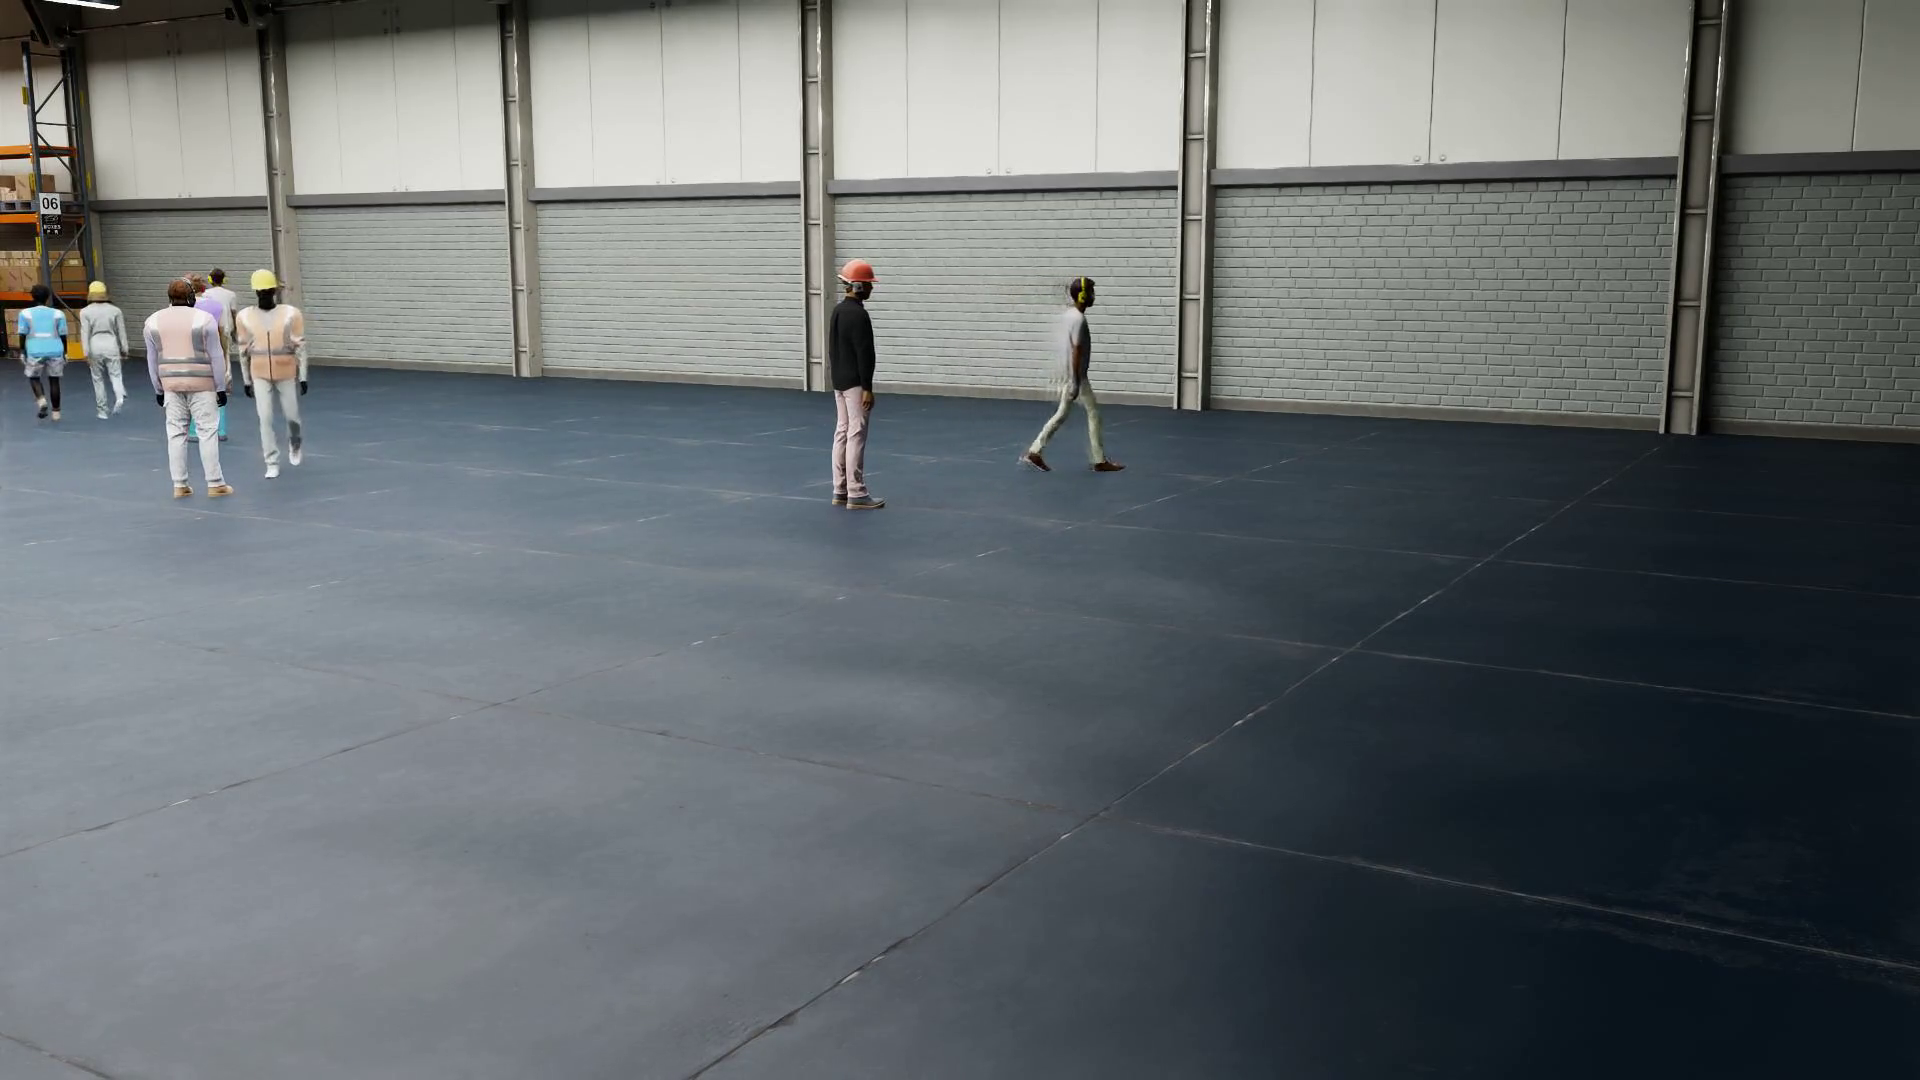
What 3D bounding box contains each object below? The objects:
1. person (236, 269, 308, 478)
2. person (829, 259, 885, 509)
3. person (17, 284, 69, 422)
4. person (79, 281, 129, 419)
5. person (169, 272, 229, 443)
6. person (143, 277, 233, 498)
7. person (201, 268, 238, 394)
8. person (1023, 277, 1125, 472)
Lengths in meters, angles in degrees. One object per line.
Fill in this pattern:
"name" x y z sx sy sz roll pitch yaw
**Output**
"person" -6.339 -1.546 15.385 0.590 1.913 0.668 -3 10 -15
"person" -0.836 -1.251 13.400 0.397 1.992 0.623 -5 11 -26
"person" -11.172 -2.274 20.296 0.579 1.678 0.389 -7 12 -37
"person" -10.609 -2.355 20.651 0.521 1.718 0.562 -7 12 -37
"person" -8.260 -1.978 18.099 0.570 1.840 0.372 -7 12 -36
"person" -6.454 -1.269 13.951 0.621 1.845 0.429 0 10 -1
"person" -10.777 -3.032 24.232 0.460 1.855 0.541 9 13 43
"person" 1.043 -1.535 15.564 0.937 1.830 0.529 -2 10 -12
